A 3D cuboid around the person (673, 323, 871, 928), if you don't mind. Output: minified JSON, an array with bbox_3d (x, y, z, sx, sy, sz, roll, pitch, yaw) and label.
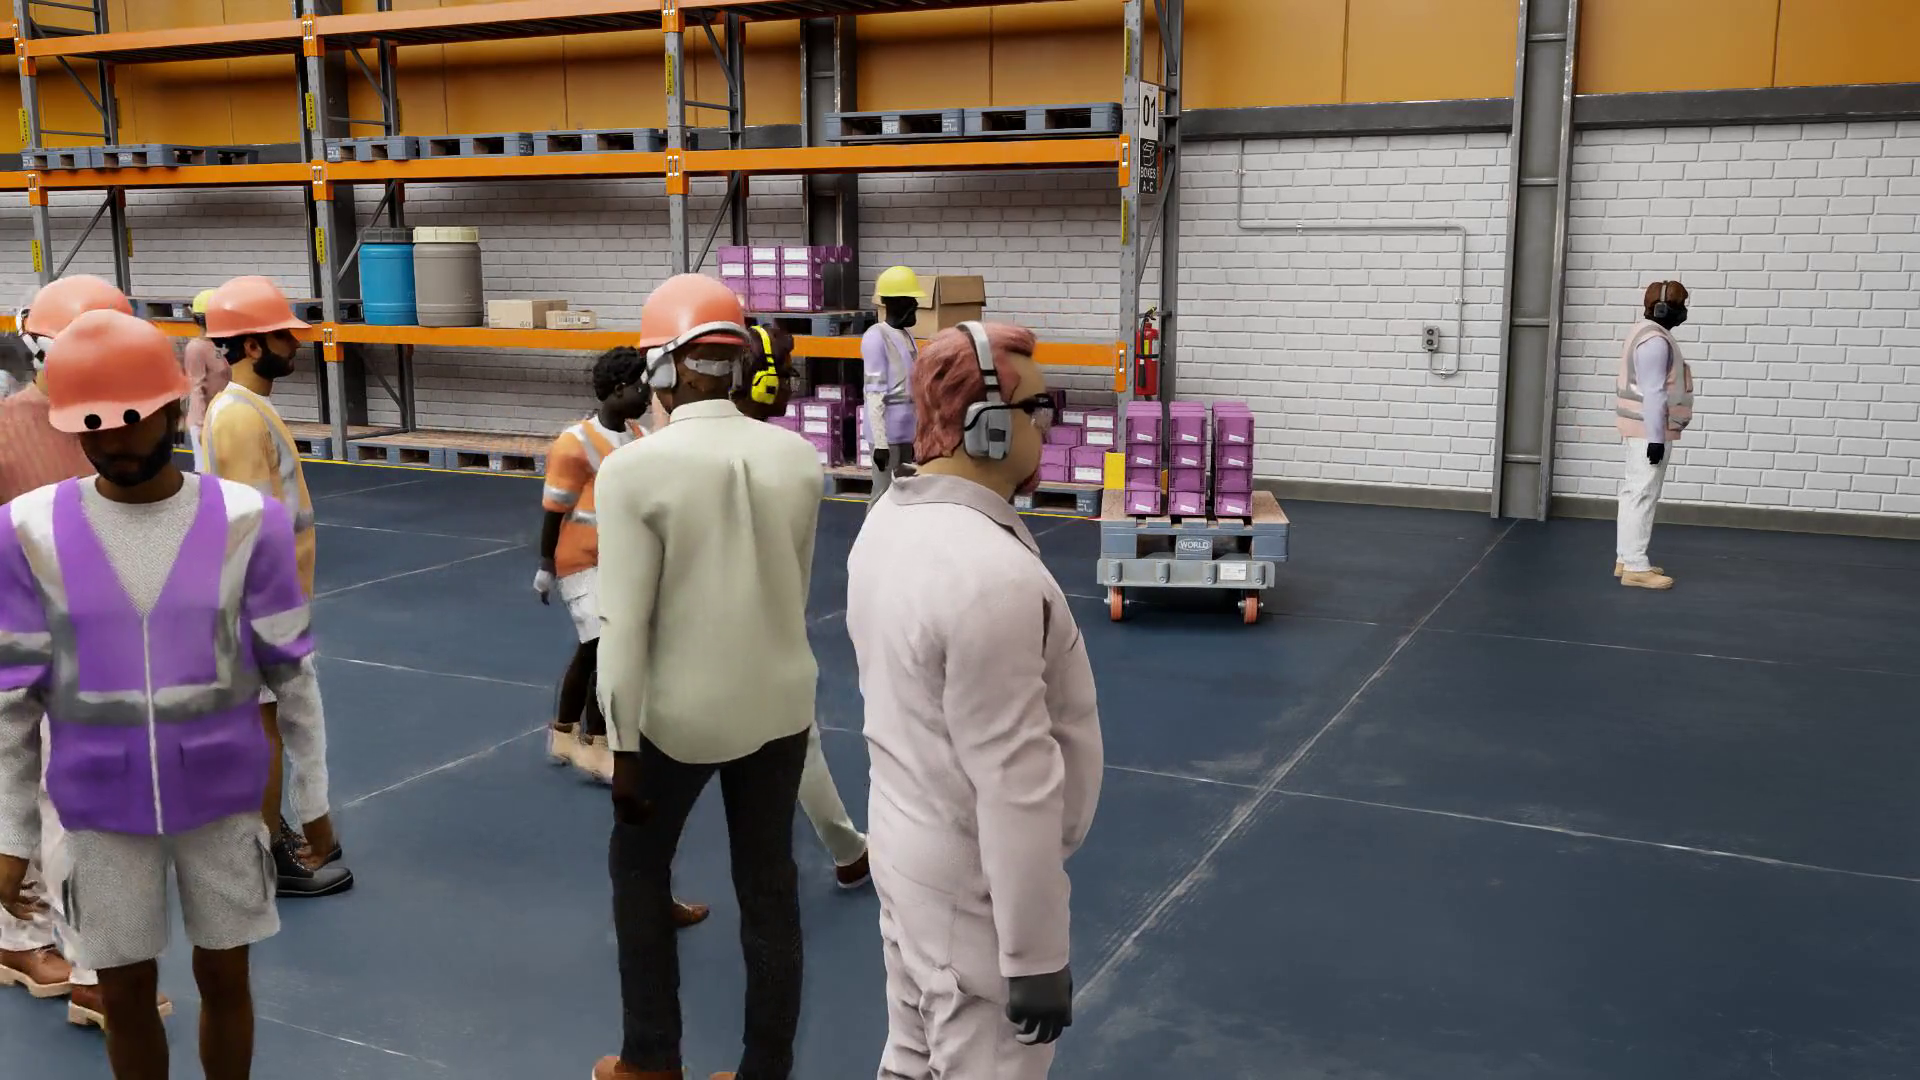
[{"bbox_3d":[-0.616,0.259,5.015,1.018,1.805,0.496,-9,13,-40],"label":"person"}]

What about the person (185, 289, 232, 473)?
[{"bbox_3d":[-4.875,-0.752,10.913,0.330,1.765,0.533,-1,10,-5],"label":"person"}]

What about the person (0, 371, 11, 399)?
[{"bbox_3d":[-4.487,-0.178,7.480,0.957,1.817,0.533,9,13,40],"label":"person"}]

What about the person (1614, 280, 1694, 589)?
[{"bbox_3d":[4.190,-0.641,10.053,0.429,1.841,0.634,3,10,16],"label":"person"}]

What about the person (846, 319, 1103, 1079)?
[{"bbox_3d":[0.040,0.586,2.838,0.411,1.910,0.643,-4,11,-20],"label":"person"}]

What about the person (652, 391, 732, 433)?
[{"bbox_3d":[-1.308,-0.262,8.460,0.522,1.640,0.306,-5,11,-26],"label":"person"}]

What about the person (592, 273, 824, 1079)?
[{"bbox_3d":[-0.590,0.385,3.820,0.611,1.964,0.656,-7,12,-36],"label":"person"}]

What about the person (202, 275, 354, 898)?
[{"bbox_3d":[-2.164,0.152,5.225,0.347,1.943,0.545,-5,11,-25],"label":"person"}]

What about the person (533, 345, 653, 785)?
[{"bbox_3d":[-1.362,0.093,6.318,0.620,1.658,0.549,4,11,22],"label":"person"}]

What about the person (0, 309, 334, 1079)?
[{"bbox_3d":[-1.552,0.511,3.256,0.589,1.915,0.443,-4,11,-22],"label":"person"}]

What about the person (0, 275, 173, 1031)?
[{"bbox_3d":[-2.308,0.295,4.380,0.850,1.945,0.650,3,10,18],"label":"person"}]

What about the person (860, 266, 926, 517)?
[{"bbox_3d":[-0.370,-0.617,9.666,0.371,1.929,0.585,3,10,17],"label":"person"}]
